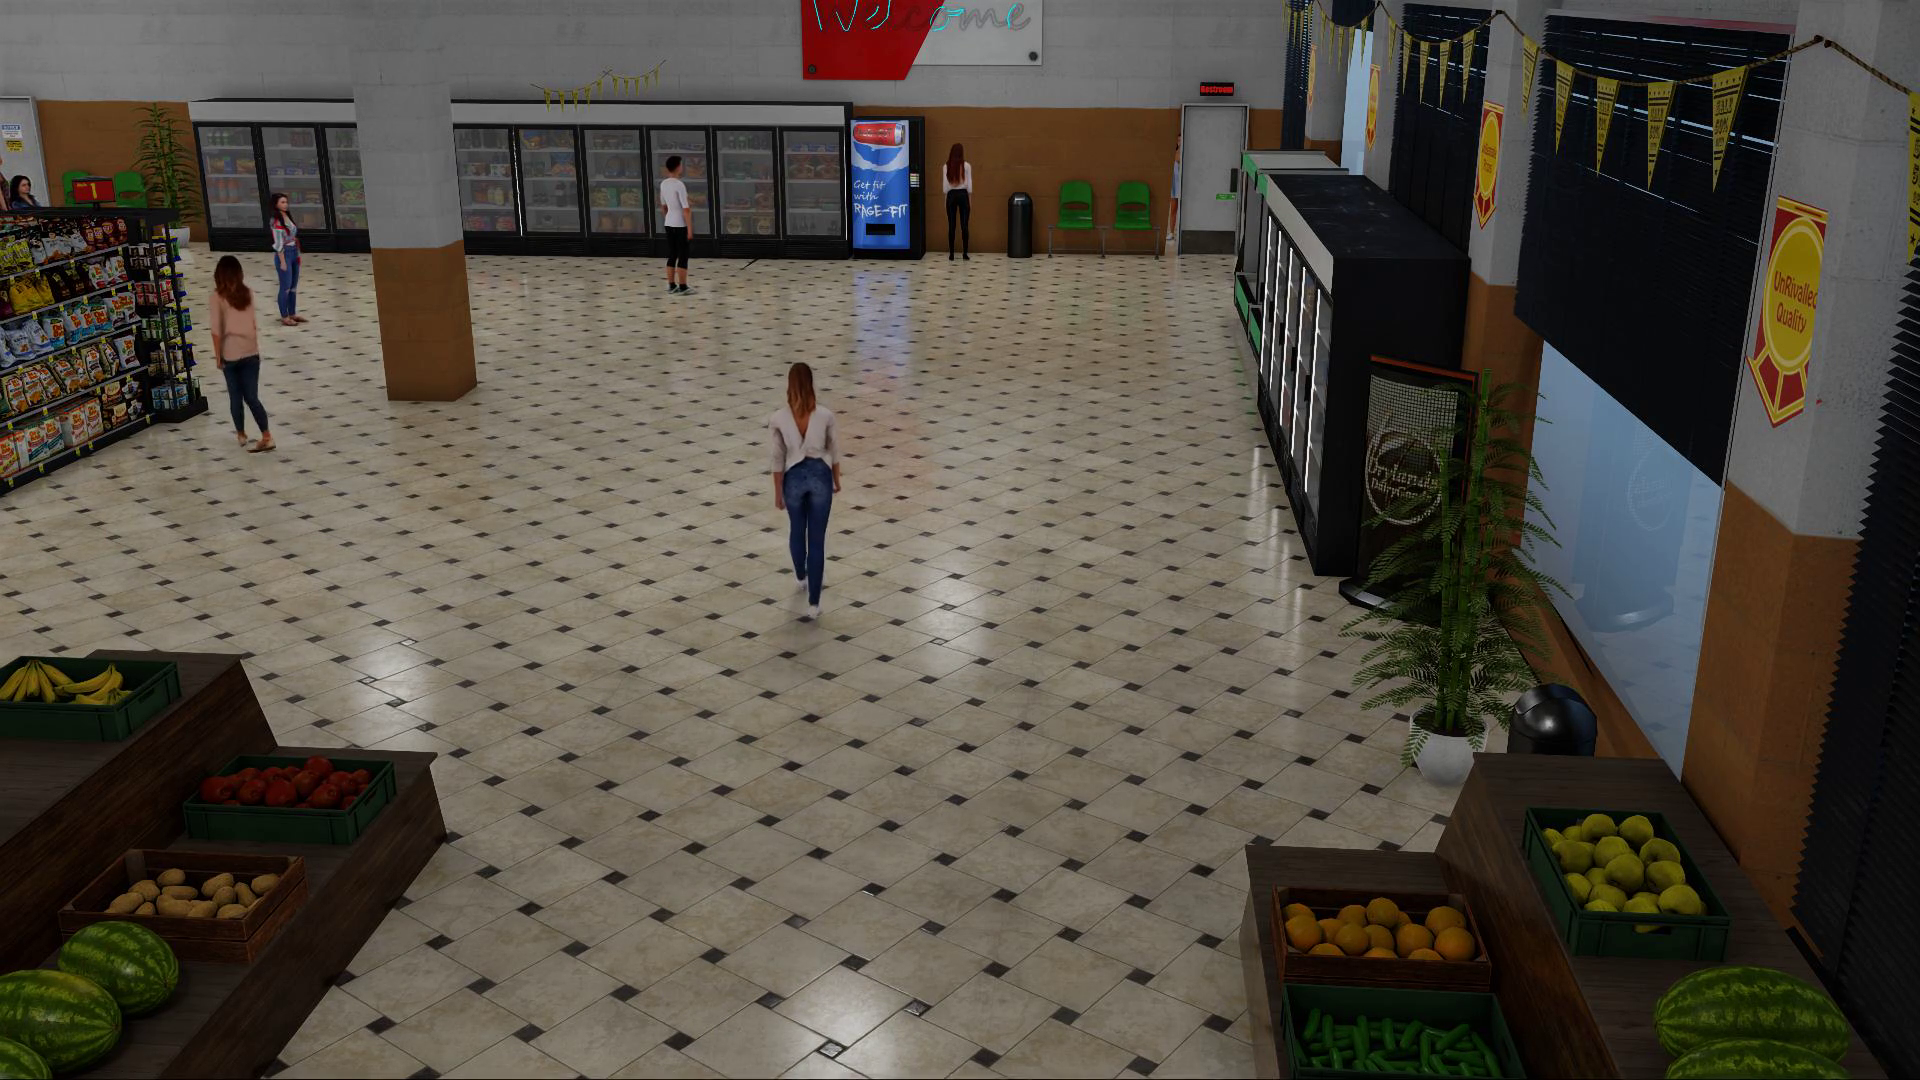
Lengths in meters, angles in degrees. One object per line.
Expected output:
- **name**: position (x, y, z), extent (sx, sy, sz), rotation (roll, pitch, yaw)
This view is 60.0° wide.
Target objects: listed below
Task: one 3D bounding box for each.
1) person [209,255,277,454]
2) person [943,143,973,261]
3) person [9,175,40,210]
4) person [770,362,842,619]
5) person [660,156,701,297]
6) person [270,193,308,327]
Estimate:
- **person**: position (-6.408, -1.616, 14.860), extent (0.984, 1.741, 1.064), rotation (-18, 25, -42)
- **person**: position (-0.033, -5.128, 25.245), extent (0.581, 1.759, 0.487), rotation (2, 19, 5)
- **person**: position (-11.742, -3.724, 21.060), extent (0.662, 1.775, 0.514), rotation (3, 19, 8)
- **person**: position (-1.005, -0.296, 11.046), extent (0.672, 1.677, 1.155), rotation (0, 19, 0)
- **person**: position (-3.834, -4.249, 22.498), extent (0.751, 1.851, 0.772), rotation (16, 25, 40)
- **person**: position (-8.345, -3.483, 20.600), extent (0.652, 1.611, 0.439), rotation (2, 19, 6)
